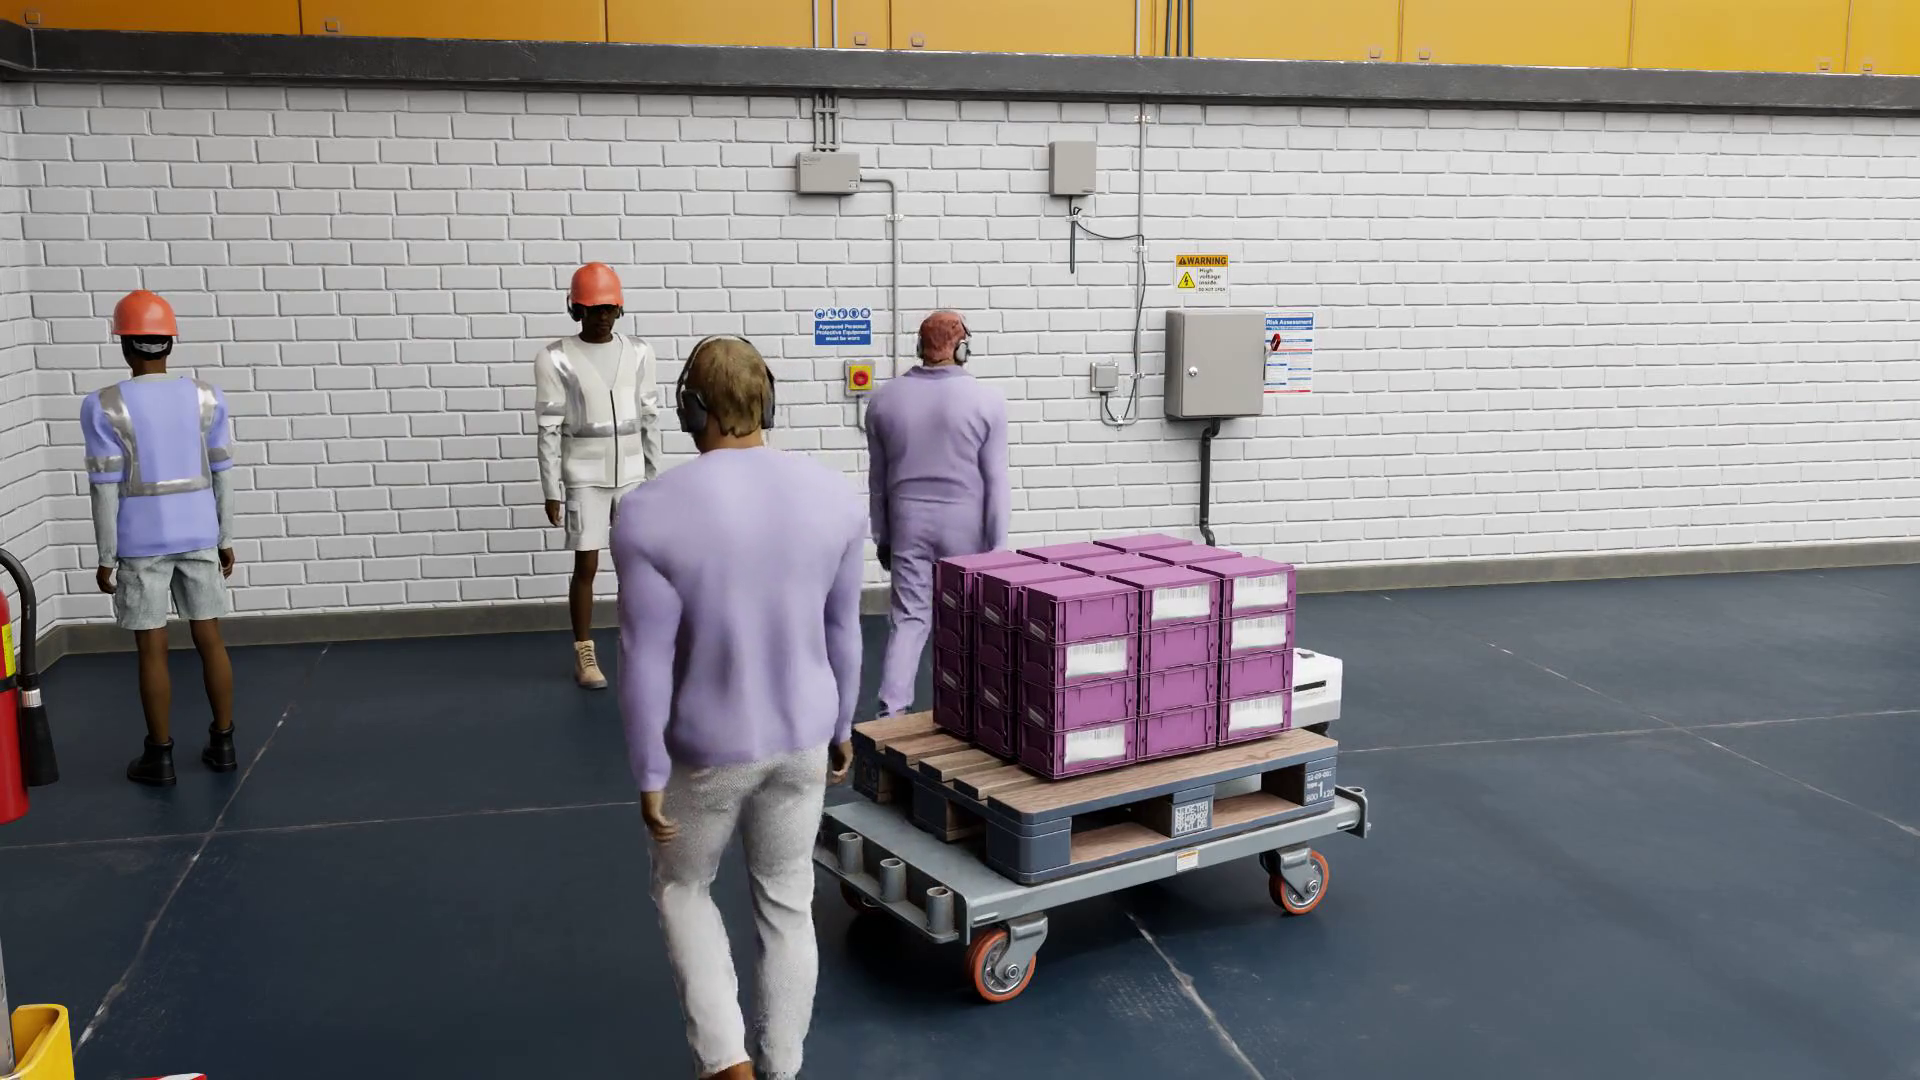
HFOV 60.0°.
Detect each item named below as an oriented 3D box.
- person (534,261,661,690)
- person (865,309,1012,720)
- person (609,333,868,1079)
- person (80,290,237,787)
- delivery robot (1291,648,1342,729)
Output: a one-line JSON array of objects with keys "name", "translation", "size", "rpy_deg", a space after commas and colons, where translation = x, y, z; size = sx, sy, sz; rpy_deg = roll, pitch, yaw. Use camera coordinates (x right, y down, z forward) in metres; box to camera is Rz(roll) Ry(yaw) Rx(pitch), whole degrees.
[{"name": "person", "translation": [-1.690, -0.297, 7.915], "size": [0.613, 2.030, 0.404], "rpy_deg": [-7, 13, -35]}, {"name": "person", "translation": [-0.101, -0.026, 6.917], "size": [0.647, 1.862, 0.990], "rpy_deg": [3, 11, 16]}, {"name": "person", "translation": [-0.509, 0.478, 3.926], "size": [0.631, 1.920, 0.431], "rpy_deg": [-5, 11, -25]}, {"name": "person", "translation": [-3.123, -0.002, 6.525], "size": [0.354, 1.939, 0.544], "rpy_deg": [10, 14, 44]}, {"name": "delivery robot", "translation": [1.214, 0.603, 6.749], "size": [0.707, 0.478, 0.477], "rpy_deg": [-7, 12, -33]}]
